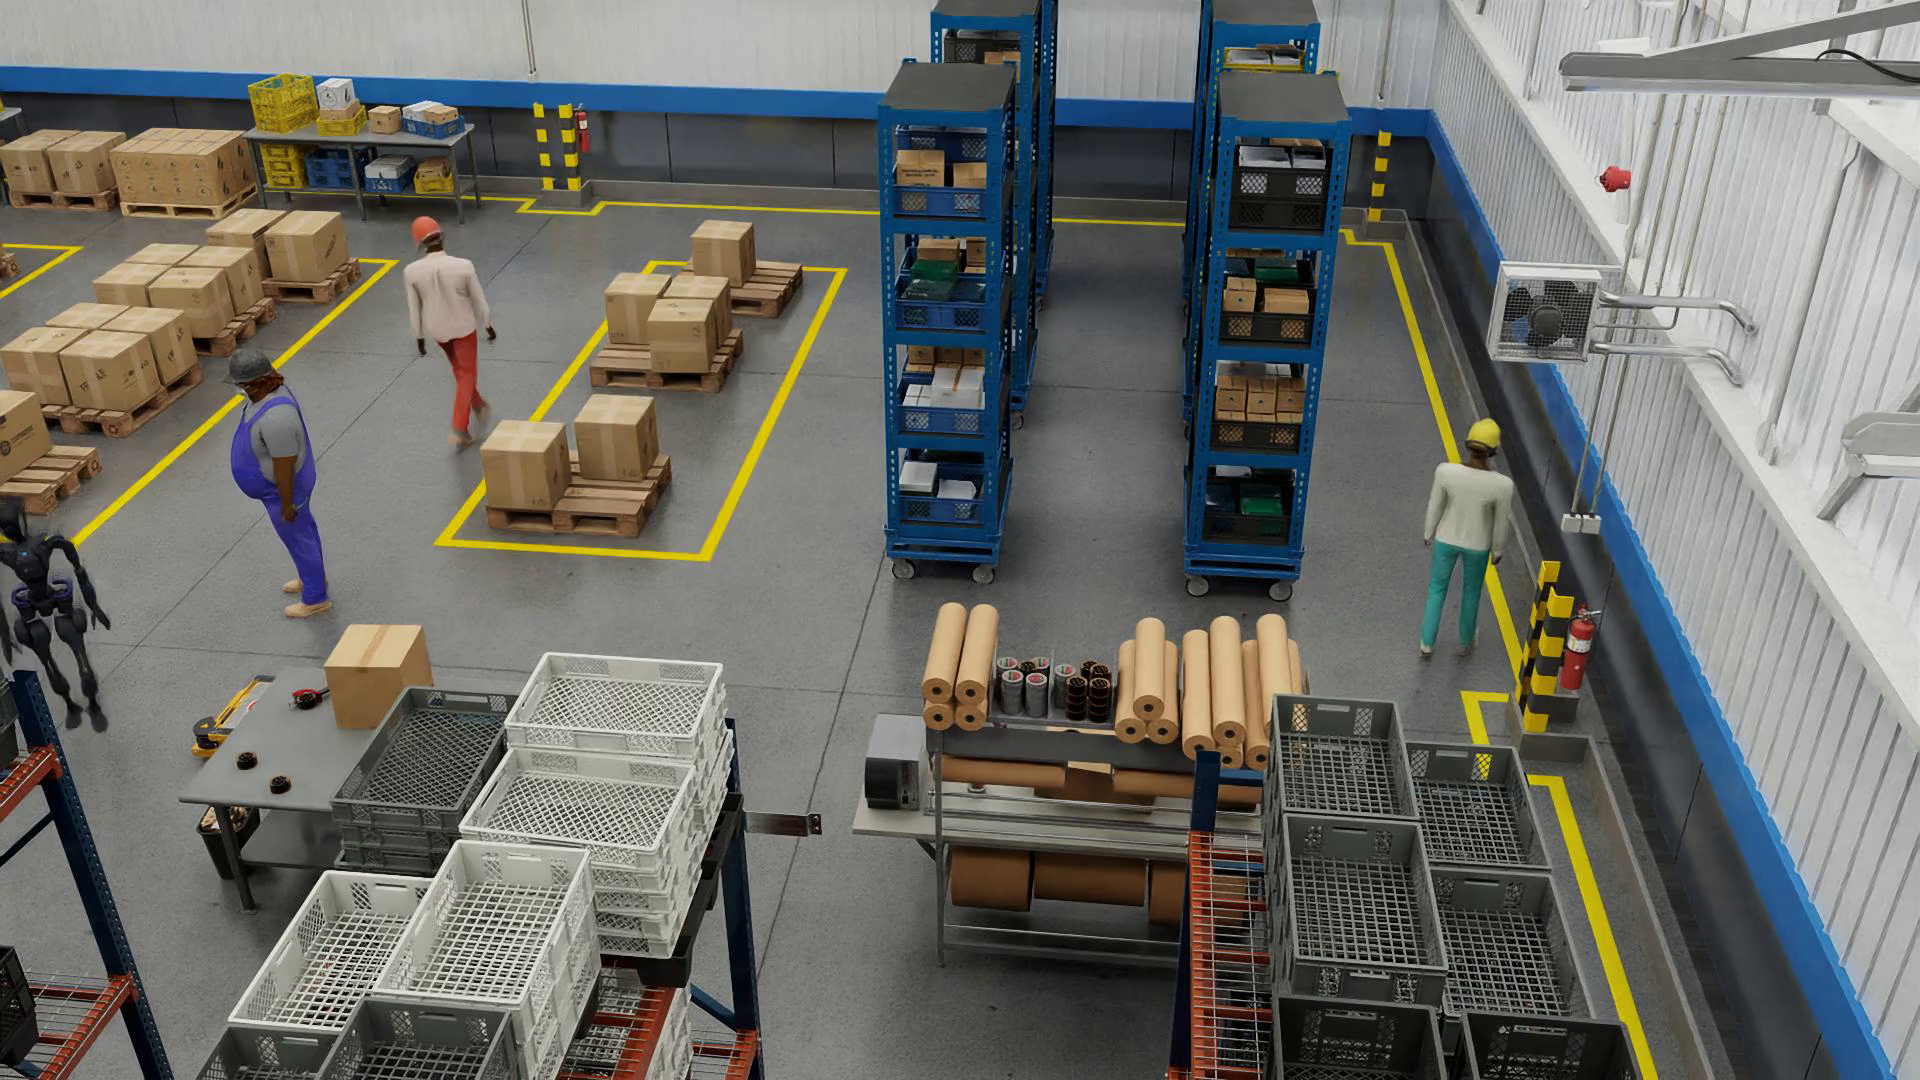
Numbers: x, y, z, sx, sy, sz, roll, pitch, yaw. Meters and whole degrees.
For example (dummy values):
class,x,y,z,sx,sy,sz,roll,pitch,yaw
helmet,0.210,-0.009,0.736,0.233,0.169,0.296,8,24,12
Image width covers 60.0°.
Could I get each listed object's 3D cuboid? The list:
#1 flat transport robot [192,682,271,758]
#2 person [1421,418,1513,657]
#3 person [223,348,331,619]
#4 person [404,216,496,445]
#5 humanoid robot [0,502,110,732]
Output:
class,x,y,z,sx,sy,sz,roll,pitch,yaw
flat transport robot,-4.089,1.163,10.648,1.431,0.197,0.652,3,30,6
person,3.394,-0.002,11.194,0.534,1.764,0.334,14,33,23
person,-4.784,-0.421,11.637,0.535,2.000,0.680,-11,32,-18
person,-4.303,-1.798,14.101,0.636,1.935,0.971,2,30,4
humanoid robot,-5.704,0.497,10.426,0.611,1.640,0.495,-14,33,-22
